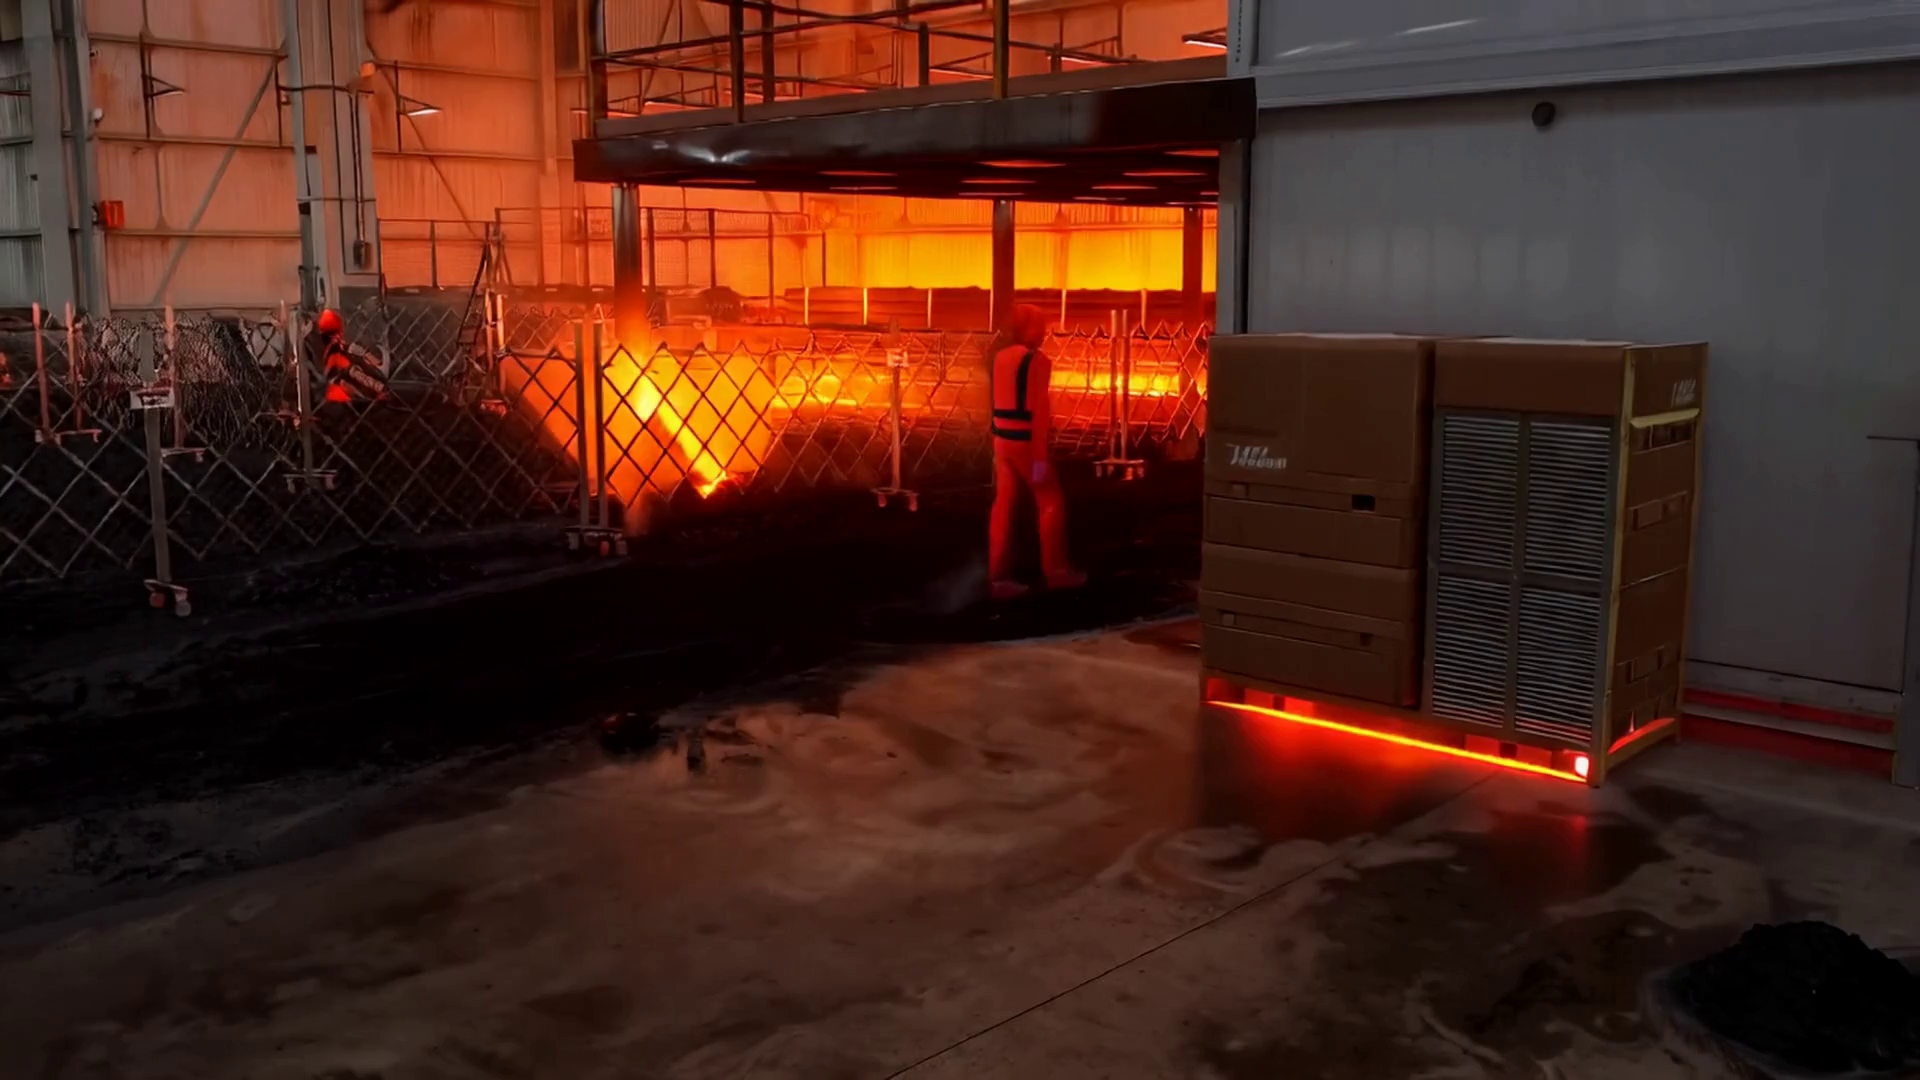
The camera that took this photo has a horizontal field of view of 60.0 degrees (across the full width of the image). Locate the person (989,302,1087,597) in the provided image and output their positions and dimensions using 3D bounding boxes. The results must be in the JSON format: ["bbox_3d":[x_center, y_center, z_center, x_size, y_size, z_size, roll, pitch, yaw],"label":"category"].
[{"bbox_3d":[0.498,-0.571,10.563,0.803,1.856,0.613,-6,11,-34],"label":"person"}]
